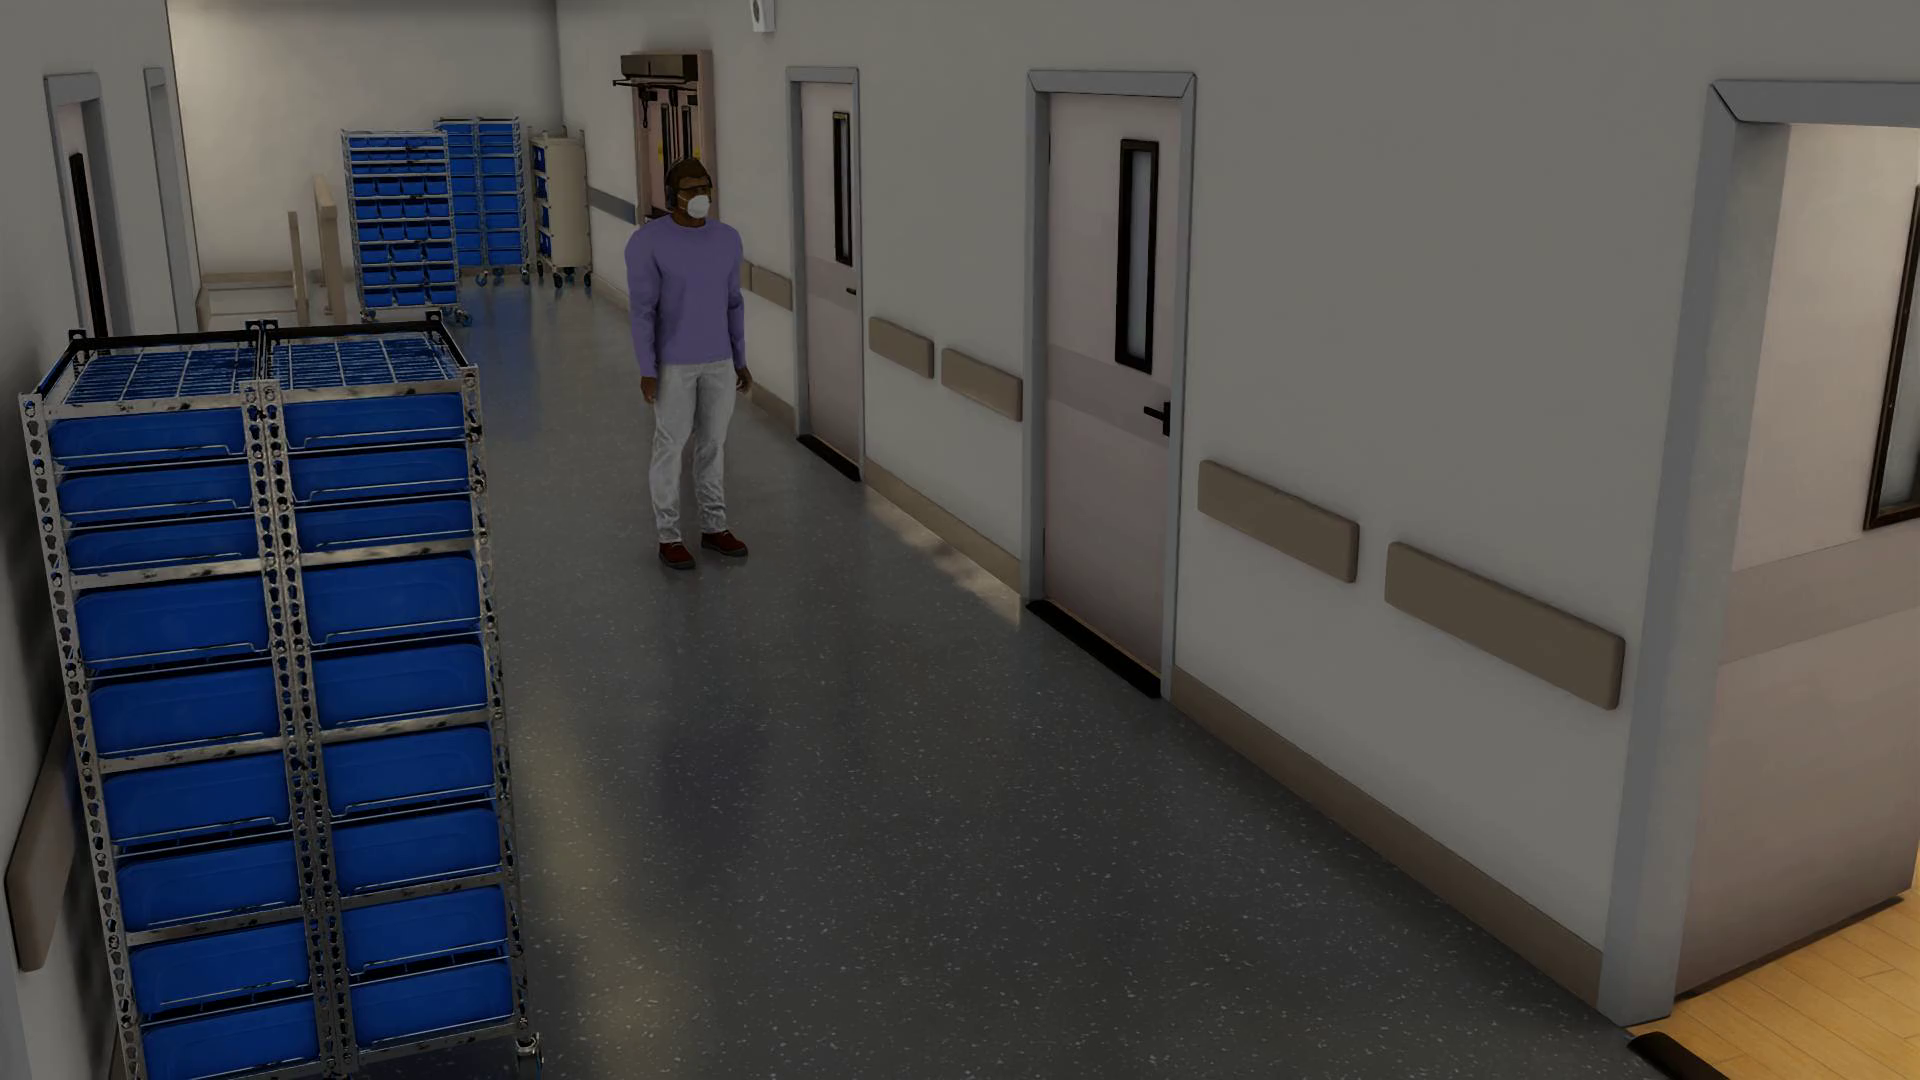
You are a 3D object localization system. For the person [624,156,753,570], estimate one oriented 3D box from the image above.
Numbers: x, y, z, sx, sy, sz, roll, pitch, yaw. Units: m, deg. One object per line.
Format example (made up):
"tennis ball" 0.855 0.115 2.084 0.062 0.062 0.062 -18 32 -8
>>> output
"person" -1.272 -0.842 7.953 0.627 1.941 0.371 -14 21 -40
